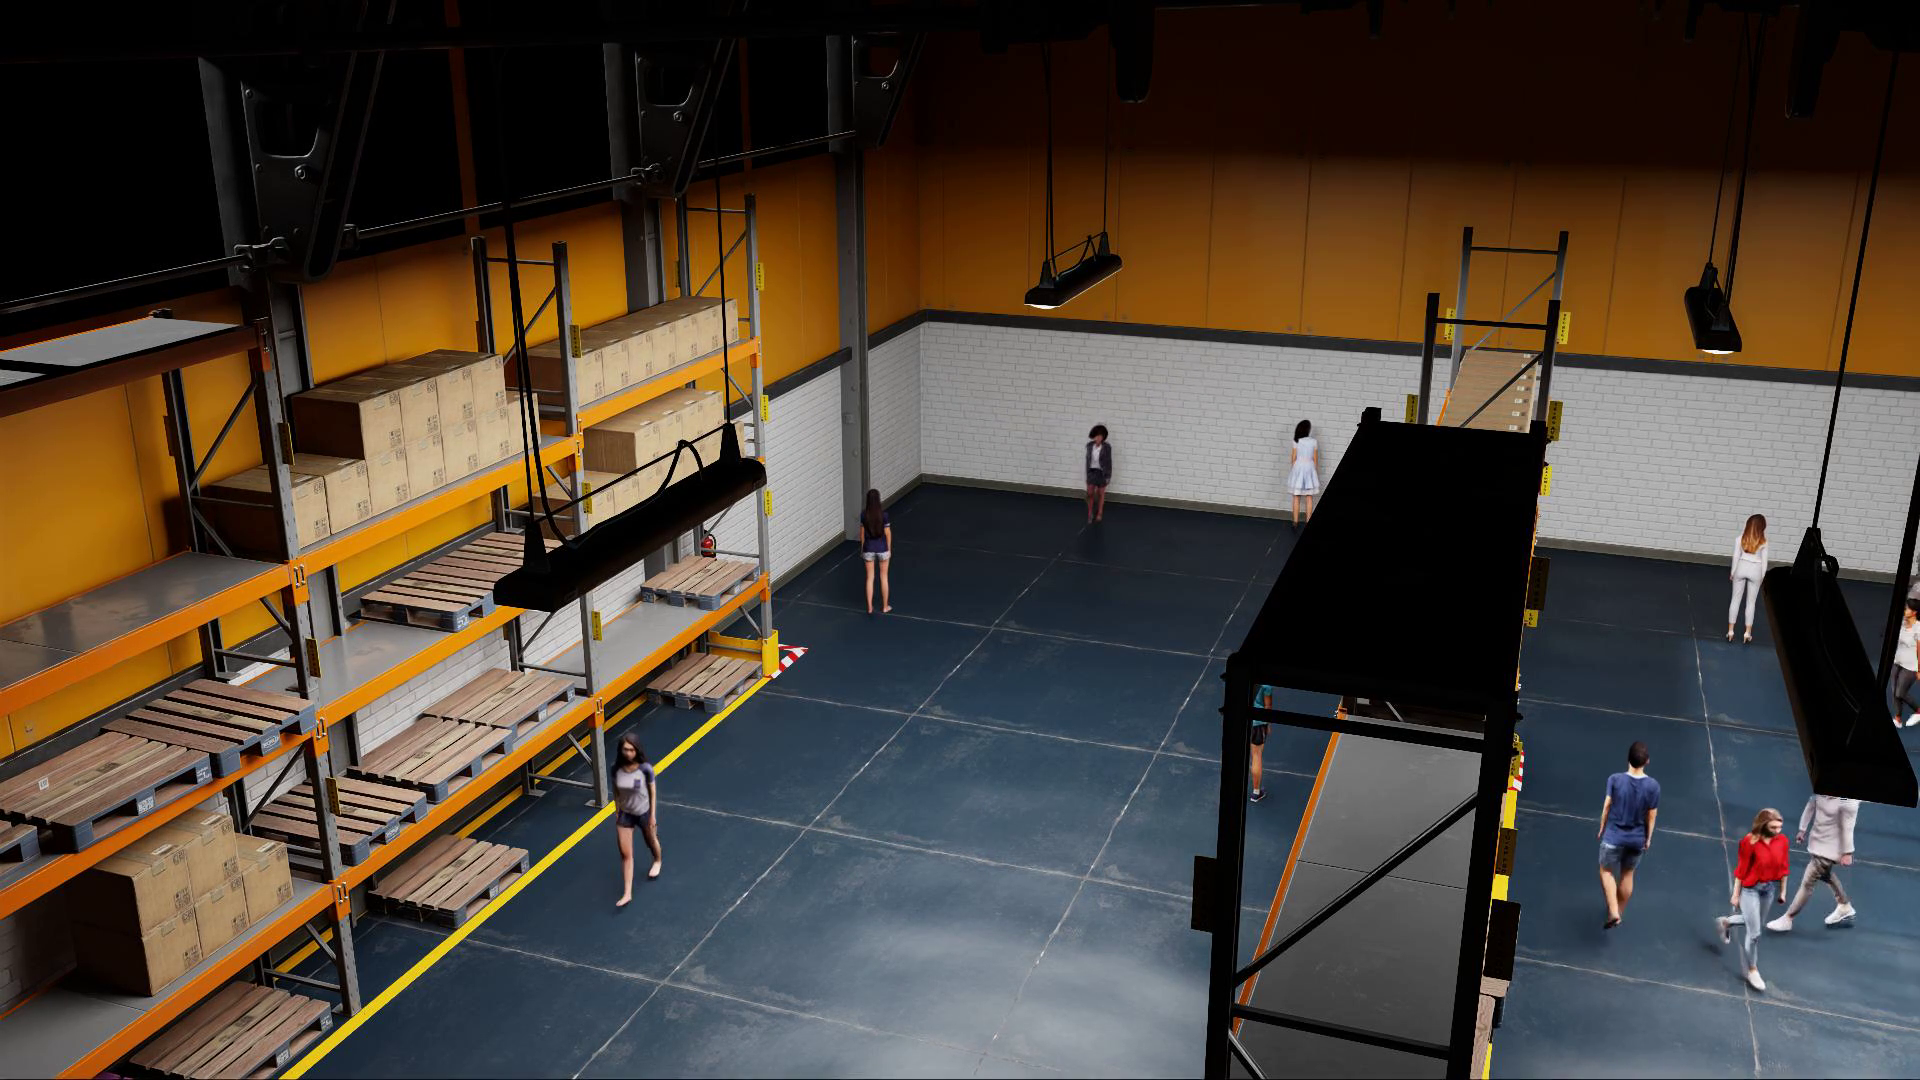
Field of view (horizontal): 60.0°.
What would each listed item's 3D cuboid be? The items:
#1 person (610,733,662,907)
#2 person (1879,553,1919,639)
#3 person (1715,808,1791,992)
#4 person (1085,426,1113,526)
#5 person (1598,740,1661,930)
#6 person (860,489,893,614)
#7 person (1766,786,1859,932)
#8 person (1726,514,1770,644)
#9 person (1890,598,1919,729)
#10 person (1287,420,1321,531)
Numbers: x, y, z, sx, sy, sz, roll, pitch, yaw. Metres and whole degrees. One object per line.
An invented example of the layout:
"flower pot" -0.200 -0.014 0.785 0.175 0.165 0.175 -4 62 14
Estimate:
"person" -3.068 2.585 15.943 0.749 1.654 1.151 3 19 9
"person" 12.667 0.640 21.638 1.096 1.705 0.983 -17 25 -42
"person" 6.928 3.043 14.550 0.946 1.674 1.117 -4 19 -12
"person" 2.211 -1.051 26.730 0.625 1.659 0.721 9 21 25
"person" 6.080 2.744 15.187 0.673 1.835 0.894 5 19 14
"person" -1.166 0.154 22.987 0.627 1.765 0.602 2 19 5
"person" 7.978 2.768 15.191 1.082 1.787 1.194 -2 19 -5
"person" 10.398 0.499 21.956 0.610 1.768 0.577 10 21 28
"person" 11.085 1.458 19.331 0.797 1.627 0.754 -2 19 -5
"person" 5.451 -1.015 26.381 0.718 1.814 0.735 4 19 13
